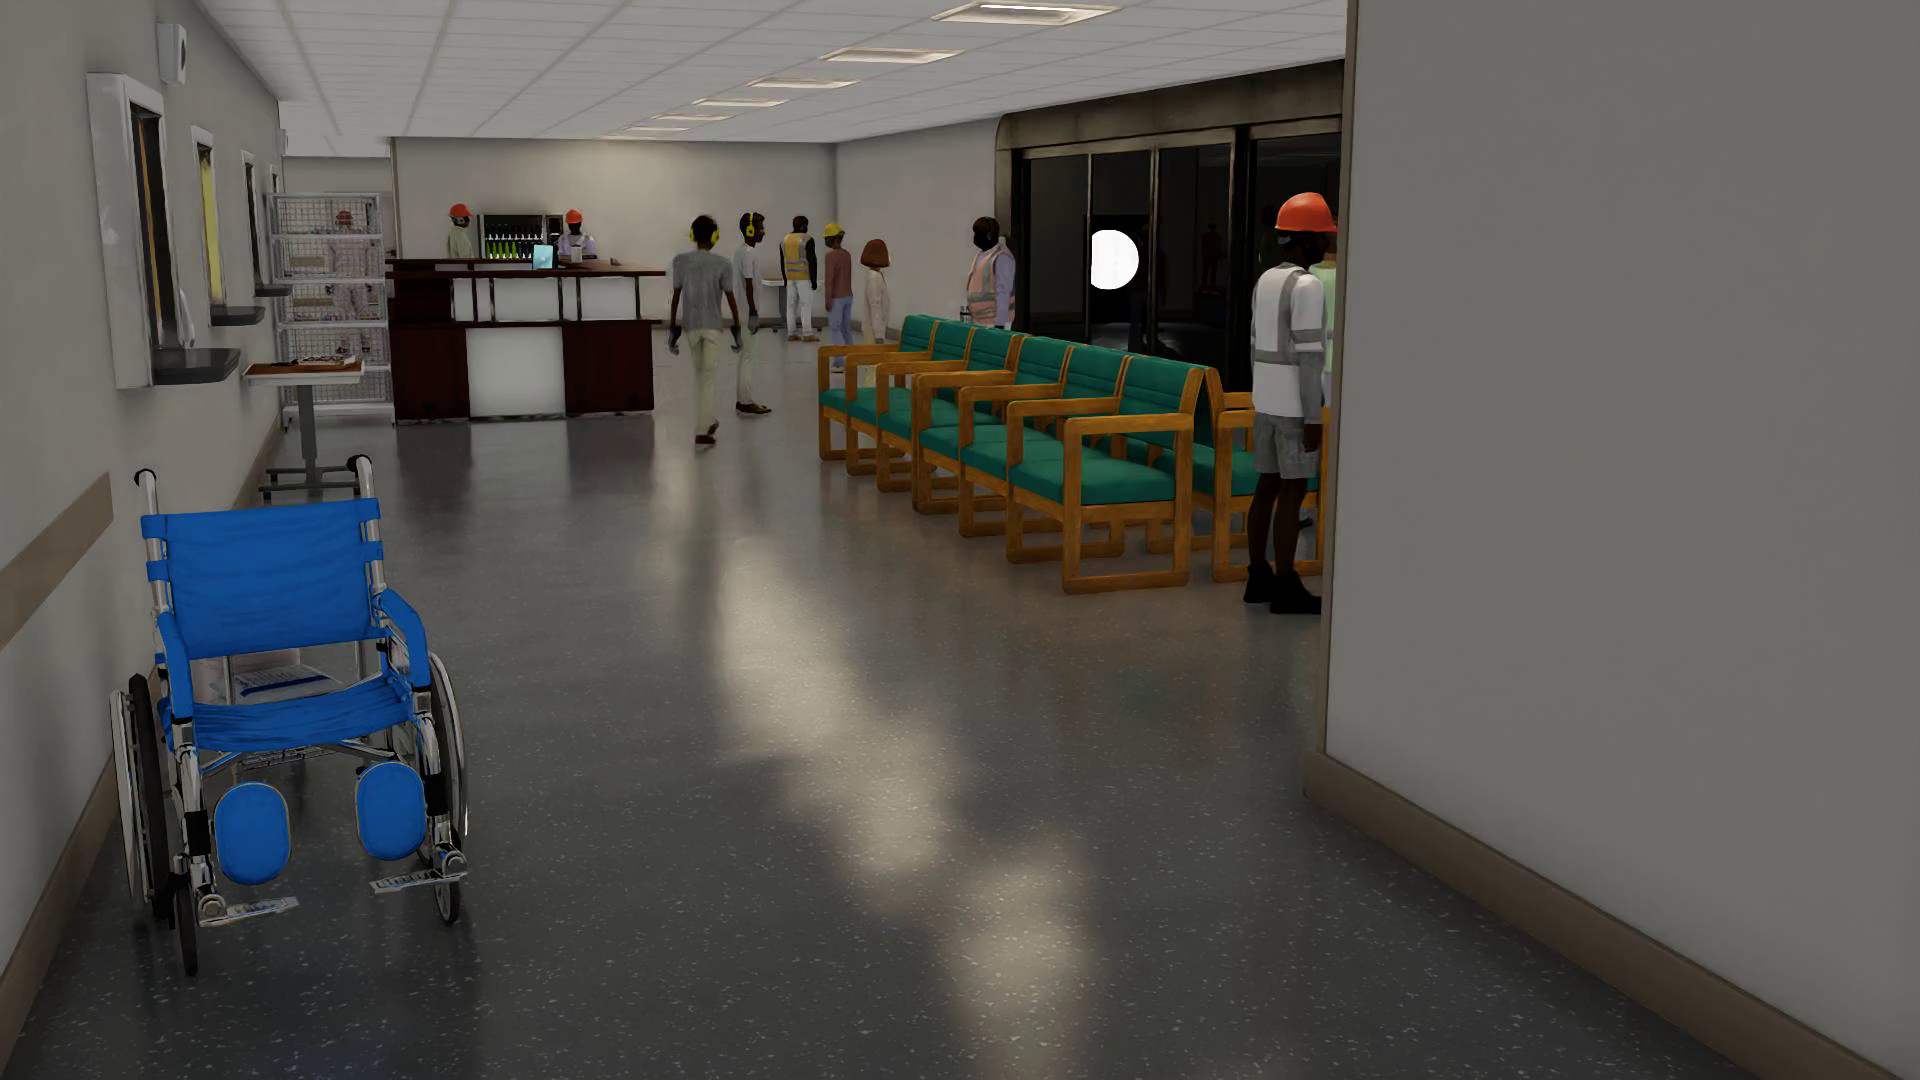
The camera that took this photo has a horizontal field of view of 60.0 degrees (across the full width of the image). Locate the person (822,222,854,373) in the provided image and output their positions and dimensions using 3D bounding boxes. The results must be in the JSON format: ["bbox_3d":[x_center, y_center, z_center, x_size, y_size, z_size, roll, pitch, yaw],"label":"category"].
[{"bbox_3d":[-1.449,-2.845,19.581,0.346,1.759,0.535,5,12,26],"label":"person"}]

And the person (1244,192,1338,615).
[{"bbox_3d":[1.551,-0.627,7.730,0.379,1.937,0.548,-3,11,-15],"label":"person"}]

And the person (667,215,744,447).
[{"bbox_3d":[-2.032,-1.700,13.504,0.573,1.828,0.895,2,11,11],"label":"person"}]

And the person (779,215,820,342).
[{"bbox_3d":[-2.337,-3.829,24.409,0.630,1.842,0.429,8,13,34],"label":"person"}]

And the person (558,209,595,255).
[{"bbox_3d":[-5.390,-3.675,23.397,0.545,1.929,0.390,2,11,11],"label":"person"}]

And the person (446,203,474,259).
[{"bbox_3d":[-6.693,-3.510,22.368,0.379,1.996,0.610,-8,13,-35],"label":"person"}]

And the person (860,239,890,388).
[{"bbox_3d":[-0.722,-1.800,14.526,0.280,1.636,0.500,-1,11,-5],"label":"person"}]

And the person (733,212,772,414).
[{"bbox_3d":[-1.957,-2.112,15.531,0.309,1.864,0.535,-3,11,-14],"label":"person"}]

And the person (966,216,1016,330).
[{"bbox_3d":[0.273,-1.973,14.925,0.431,1.832,0.626,-5,12,-24],"label":"person"}]

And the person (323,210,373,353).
[{"bbox_3d":[-8.250,-3.475,22.420,0.655,1.906,0.407,-9,14,-39],"label":"person"}]
